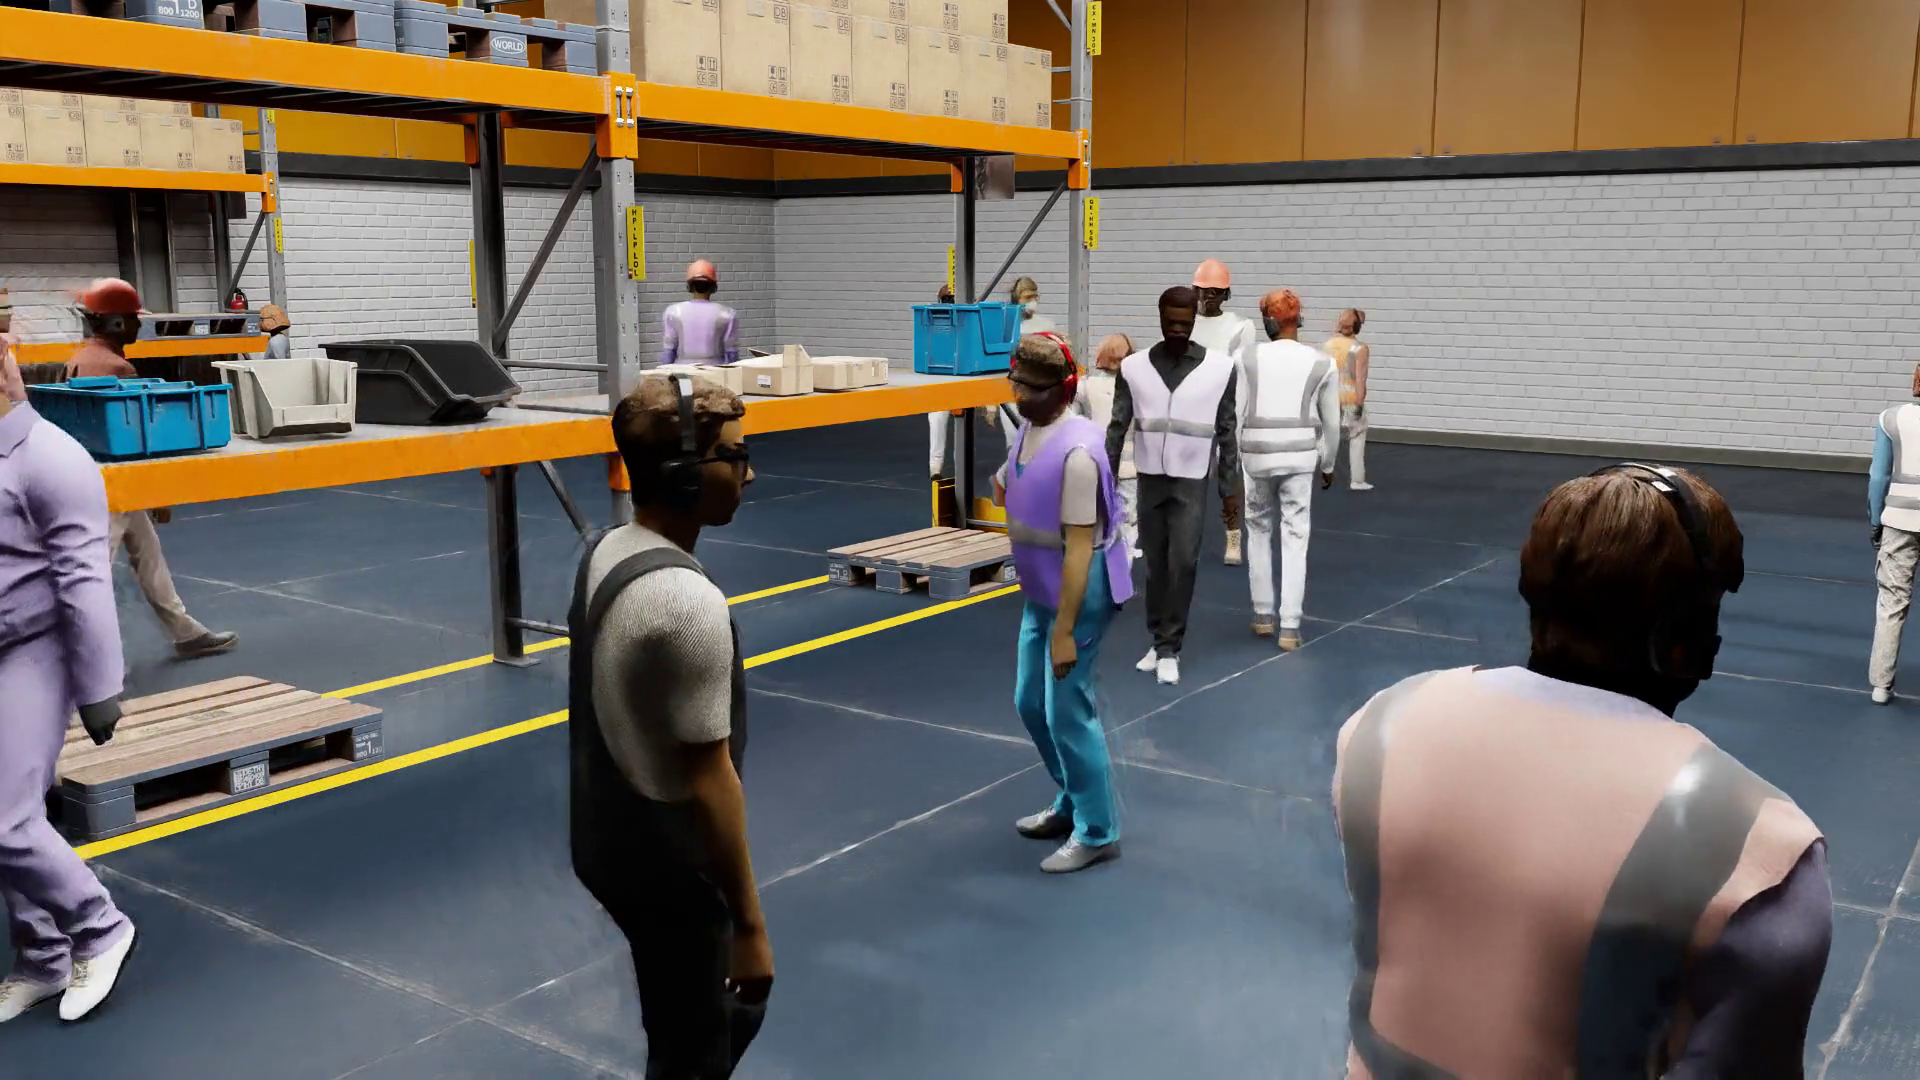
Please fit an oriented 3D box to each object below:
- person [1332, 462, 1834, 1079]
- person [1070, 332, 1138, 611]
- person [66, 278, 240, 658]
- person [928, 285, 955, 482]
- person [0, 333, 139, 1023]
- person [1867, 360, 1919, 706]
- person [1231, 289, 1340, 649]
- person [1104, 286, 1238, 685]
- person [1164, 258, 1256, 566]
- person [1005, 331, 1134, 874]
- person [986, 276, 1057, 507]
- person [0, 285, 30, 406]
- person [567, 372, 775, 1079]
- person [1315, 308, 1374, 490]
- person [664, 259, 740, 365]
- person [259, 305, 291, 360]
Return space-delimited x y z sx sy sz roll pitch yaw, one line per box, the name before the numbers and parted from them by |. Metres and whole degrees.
person | 0.772 0.801 2.002 0.923 1.798 0.627 -7 12 -37
person | 0.847 -0.368 9.476 0.519 1.623 0.504 2 10 14
person | -4.125 -0.296 8.117 1.022 1.944 0.657 -9 13 -43
person | -0.062 -1.423 15.240 0.648 1.799 0.927 0 10 -1
person | -2.522 0.361 4.329 0.643 1.894 0.424 5 11 27
person | 4.339 -0.037 7.463 0.315 1.636 0.515 -8 12 -40
person | 1.700 -0.383 8.800 0.608 1.867 0.642 2 10 11
person | 1.002 -0.273 8.068 0.648 1.897 0.542 3 10 17
person | 1.638 -0.839 11.057 0.629 2.038 0.448 2 10 13
person | 0.331 0.217 5.443 0.458 1.803 0.599 -3 10 -16
person | 0.431 -1.084 12.896 0.640 1.916 0.846 -5 11 -29
person | -5.622 -0.571 9.881 0.688 1.883 0.681 -3 10 -18
person | -0.492 0.609 3.038 0.412 1.826 0.535 -5 11 -27
person | 3.326 -1.219 14.552 0.691 1.615 0.517 -7 12 -34
person | -2.140 -1.316 13.898 0.635 2.030 0.449 0 10 0
person | -6.095 -1.285 14.900 0.285 1.634 0.499 -3 10 -17
